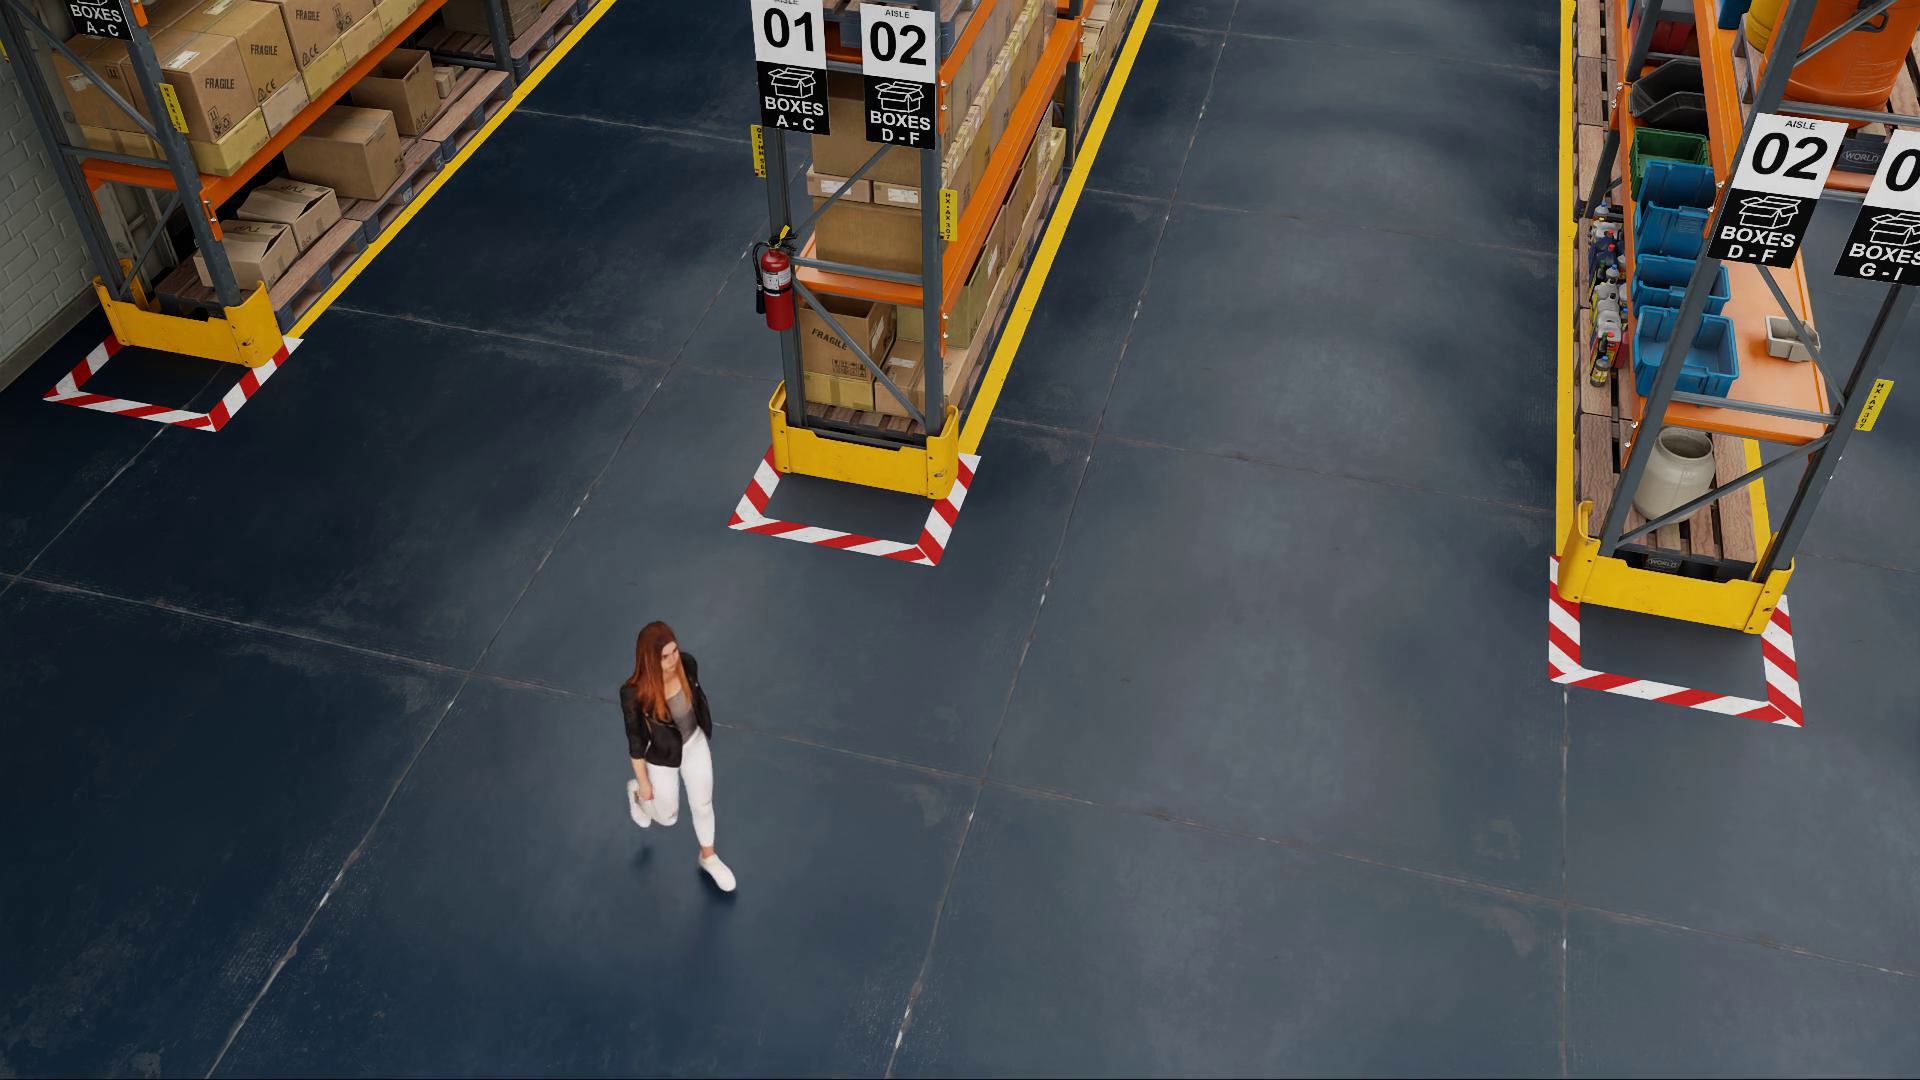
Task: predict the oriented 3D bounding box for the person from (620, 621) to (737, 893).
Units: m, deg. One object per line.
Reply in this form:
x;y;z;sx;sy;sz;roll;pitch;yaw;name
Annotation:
-1.416;0.993;7.941;0.983;1.688;0.961;-32;52;-30;person
